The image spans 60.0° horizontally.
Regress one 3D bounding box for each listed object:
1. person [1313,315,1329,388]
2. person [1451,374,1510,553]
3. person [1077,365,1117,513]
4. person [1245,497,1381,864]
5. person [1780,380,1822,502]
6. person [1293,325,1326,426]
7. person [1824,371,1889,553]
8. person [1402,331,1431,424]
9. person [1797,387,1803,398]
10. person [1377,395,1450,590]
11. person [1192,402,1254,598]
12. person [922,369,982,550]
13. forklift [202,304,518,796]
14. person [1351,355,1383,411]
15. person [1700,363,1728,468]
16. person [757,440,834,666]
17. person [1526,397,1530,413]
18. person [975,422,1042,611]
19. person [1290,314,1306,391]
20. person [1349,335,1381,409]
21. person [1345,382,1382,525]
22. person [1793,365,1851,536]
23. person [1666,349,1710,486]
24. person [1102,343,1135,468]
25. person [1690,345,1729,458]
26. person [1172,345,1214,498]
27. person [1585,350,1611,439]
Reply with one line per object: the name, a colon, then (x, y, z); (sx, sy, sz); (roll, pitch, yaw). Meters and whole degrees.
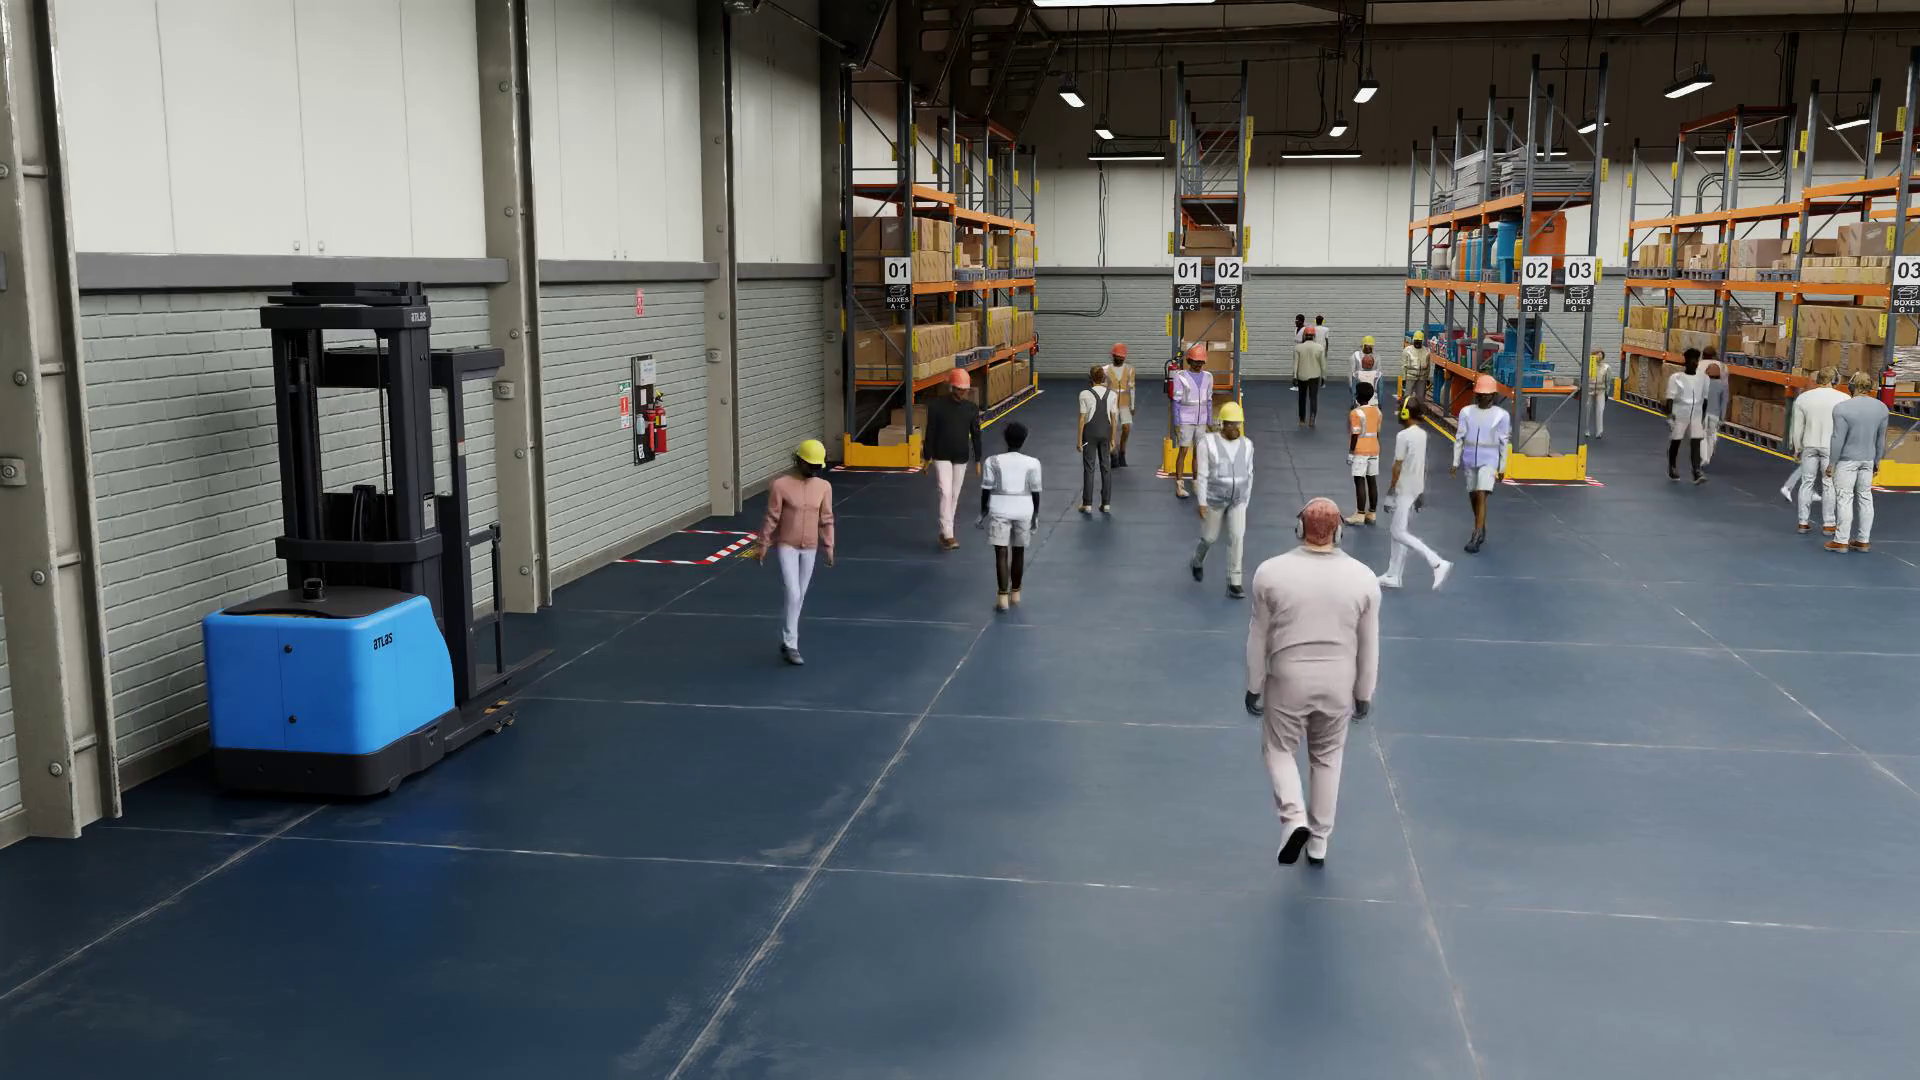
person: (9.256, -4.872, 42.933); (0.518, 1.874, 0.330); (1, 9, 5)
person: (5.688, -0.861, 18.119); (0.541, 1.903, 0.965); (7, 11, 35)
person: (1.713, -1.265, 20.797); (0.502, 1.839, 0.331); (-3, 10, -19)
person: (1.768, 0.729, 8.335); (0.659, 1.886, 0.544); (0, 9, 2)
person: (11.033, -1.293, 21.701); (0.804, 1.608, 0.502); (-4, 10, -21)
person: (6.782, -3.189, 32.296); (0.631, 1.966, 0.926); (1, 9, 8)
person: (9.589, -0.835, 17.828); (0.637, 1.938, 0.355); (-2, 9, -9)
person: (9.009, -3.211, 32.823); (0.591, 1.829, 0.404); (-1, 9, -6)
person: (17.511, -3.562, 34.830); (0.571, 1.882, 0.338); (-1, 9, -9)
person: (4.266, -0.440, 15.692); (0.760, 1.847, 0.530); (7, 12, 37)
person: (2.455, -0.404, 15.579); (0.589, 1.810, 0.790); (-2, 9, -12)
person: (-0.038, -0.859, 17.934); (0.630, 1.946, 0.938); (-4, 10, -22)
forklift: (-3.673, -0.038, 10.147); (1.129, 2.768, 1.873); (1, 9, 9)
person: (6.648, -2.205, 27.192); (0.513, 1.642, 0.313); (2, 9, 13)
person: (11.532, -1.927, 25.608); (0.502, 1.597, 0.823); (3, 10, 15)
person: (-1.223, 0.091, 12.772); (0.594, 1.713, 0.719); (-6, 11, -33)
person: (12.067, -3.720, 35.447); (0.609, 1.995, 0.378); (2, 9, 10)
person: (0.450, -0.210, 14.877); (0.573, 1.665, 0.782); (-1, 9, -7)
person: (8.569, -4.702, 41.738); (0.375, 1.917, 0.592); (-2, 9, -13)
person: (7.556, -2.919, 31.053); (0.604, 1.816, 0.495); (0, 9, -3)
person: (4.800, -1.033, 19.793); (0.536, 1.696, 0.322); (-8, 12, -39)
person: (9.877, -1.032, 19.062); (0.627, 1.934, 0.371); (9, 13, 44)
person: (10.294, -1.746, 23.533); (0.627, 1.908, 1.017); (0, 9, 2)
person: (2.406, -2.039, 25.341); (0.578, 1.908, 0.629); (-1, 9, -5)
person: (11.960, -2.211, 26.695); (0.641, 1.825, 0.506); (2, 9, 11)
person: (3.120, -1.581, 22.143); (0.605, 2.034, 0.390); (-4, 10, -23)
person: (11.469, -2.643, 30.038); (0.510, 1.598, 0.859); (3, 10, 17)
